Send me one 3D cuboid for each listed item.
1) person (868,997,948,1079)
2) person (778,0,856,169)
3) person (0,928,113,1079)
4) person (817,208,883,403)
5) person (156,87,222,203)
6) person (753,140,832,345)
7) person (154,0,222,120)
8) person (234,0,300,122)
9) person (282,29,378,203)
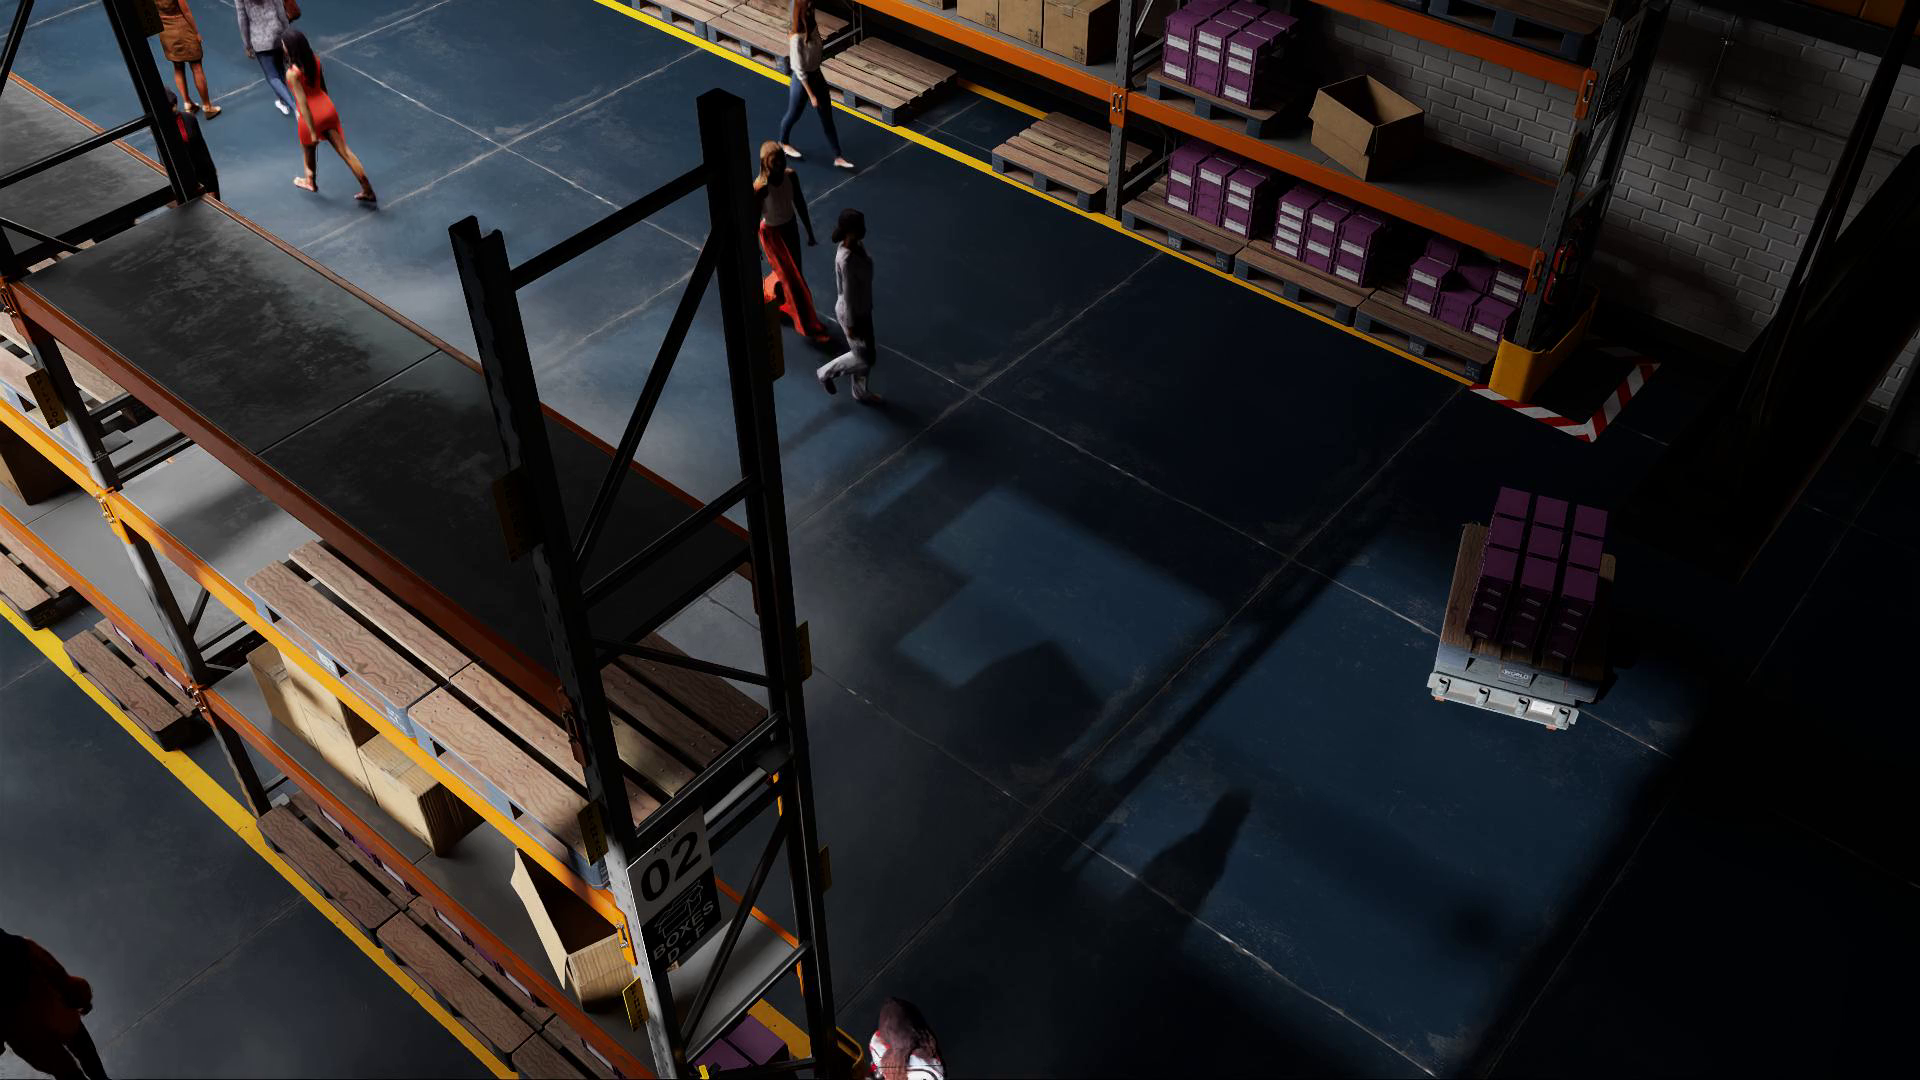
[{"bbox_3d":[-0.286,2.843,8.138,0.973,1.576,0.841,20,47,20],"label":"person"},{"bbox_3d":[-1.500,-4.278,15.532,1.111,1.687,0.621,28,50,26],"label":"person"},{"bbox_3d":[-4.608,2.489,8.411,0.623,1.711,0.715,30,51,28],"label":"person"},{"bbox_3d":[-0.898,-1.777,12.853,0.871,1.761,0.781,9,44,9],"label":"person"},{"bbox_3d":[-6.622,-3.132,14.364,0.656,1.640,0.697,-25,49,-24],"label":"person"},{"bbox_3d":[-1.512,-2.474,13.591,1.062,1.753,0.686,34,53,31],"label":"person"},{"bbox_3d":[-7.624,-4.929,16.218,0.587,1.683,0.697,9,44,9],"label":"person"},{"bbox_3d":[-6.636,-4.795,16.063,0.766,1.703,1.149,-31,52,-28],"label":"person"},{"bbox_3d":[-5.706,-3.763,15.005,1.202,1.668,0.817,18,46,18],"label":"person"}]
